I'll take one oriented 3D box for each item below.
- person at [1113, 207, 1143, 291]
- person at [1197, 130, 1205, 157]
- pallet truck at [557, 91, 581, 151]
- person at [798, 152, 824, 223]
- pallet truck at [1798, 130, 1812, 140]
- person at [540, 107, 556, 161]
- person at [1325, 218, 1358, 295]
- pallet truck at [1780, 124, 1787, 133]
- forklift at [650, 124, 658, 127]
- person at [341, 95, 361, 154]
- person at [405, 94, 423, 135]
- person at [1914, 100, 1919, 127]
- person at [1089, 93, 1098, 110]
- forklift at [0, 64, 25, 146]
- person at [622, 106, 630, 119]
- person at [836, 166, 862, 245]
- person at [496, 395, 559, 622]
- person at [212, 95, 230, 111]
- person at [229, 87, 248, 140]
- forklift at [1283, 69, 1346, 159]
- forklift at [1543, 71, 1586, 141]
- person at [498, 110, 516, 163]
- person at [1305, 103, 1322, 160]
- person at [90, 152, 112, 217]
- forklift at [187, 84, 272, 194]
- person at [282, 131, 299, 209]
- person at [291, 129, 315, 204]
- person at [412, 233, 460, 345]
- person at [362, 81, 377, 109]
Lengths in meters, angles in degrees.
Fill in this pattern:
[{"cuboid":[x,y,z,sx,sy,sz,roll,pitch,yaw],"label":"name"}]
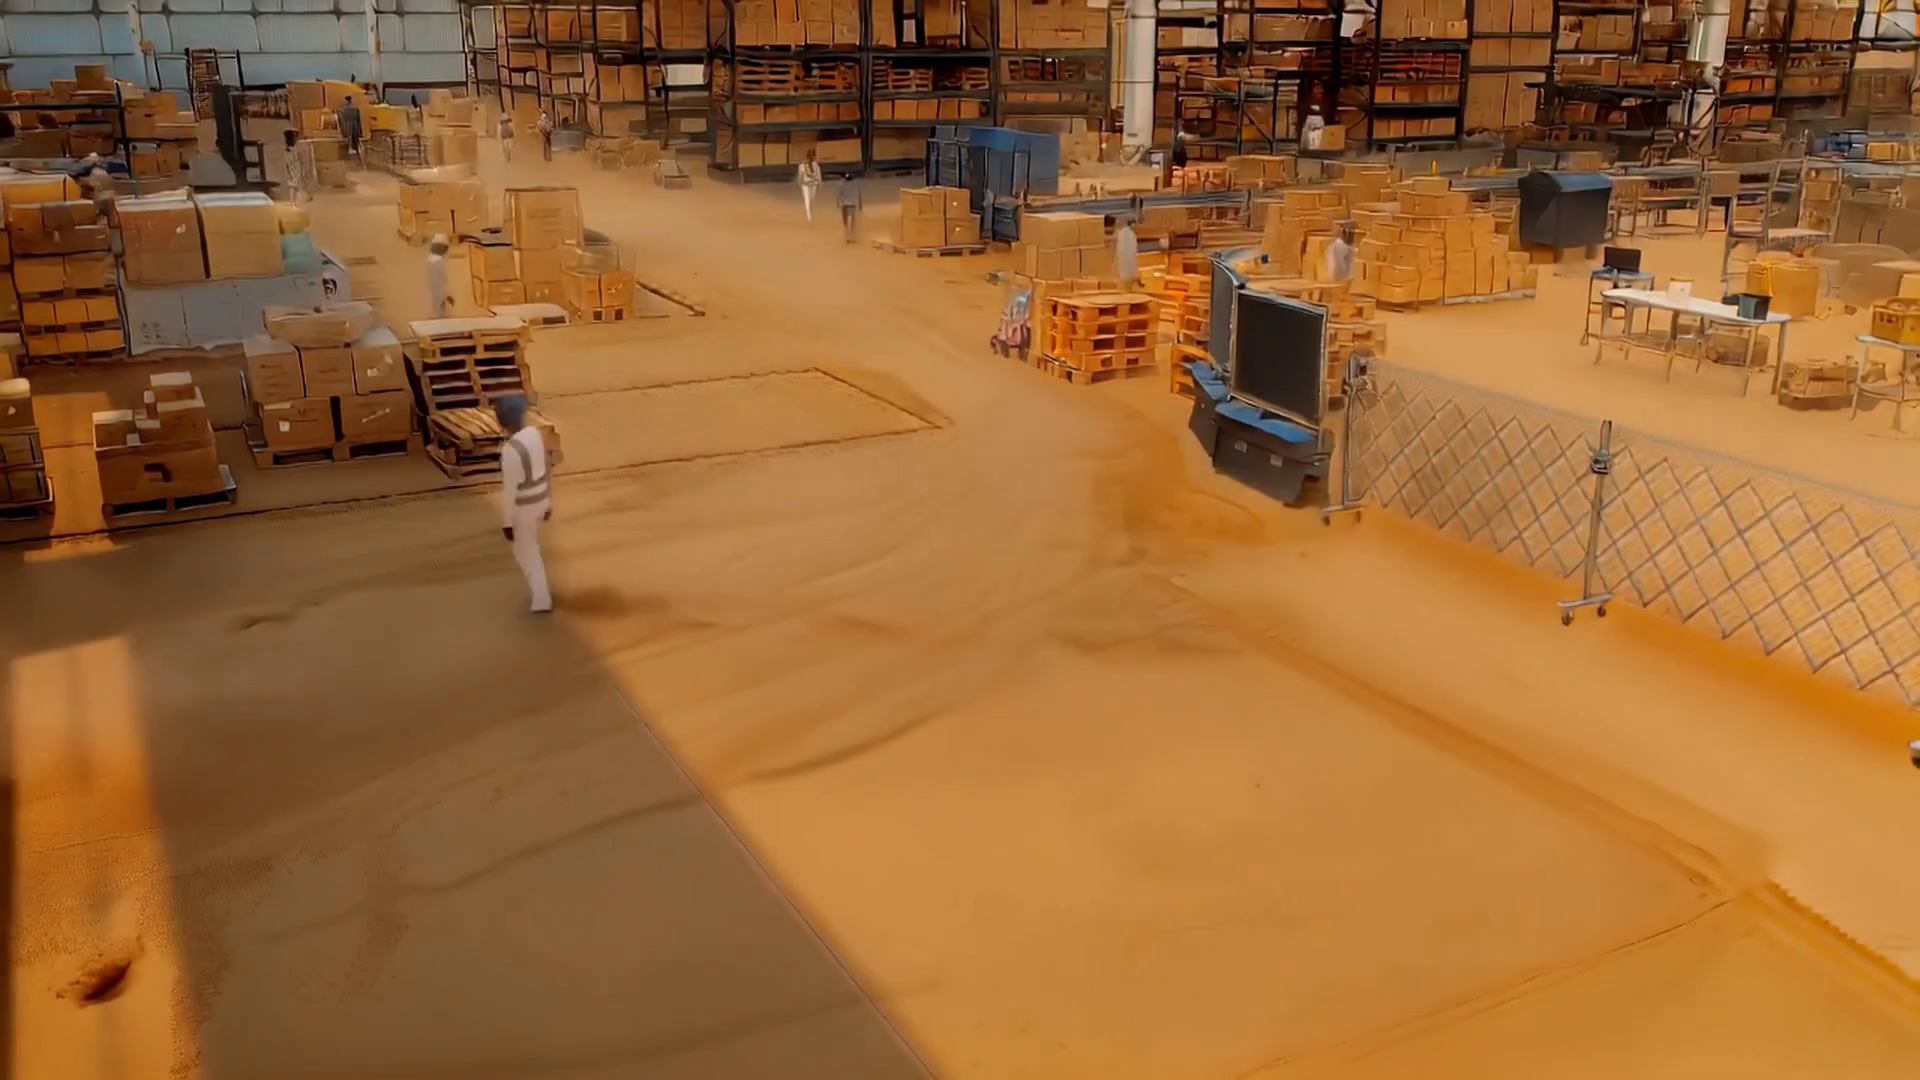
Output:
[{"cuboid":[2.520,-3.969,24.733,1.063,1.935,0.615,-7,19,-20],"label":"person"},{"cuboid":[6.710,-10.638,45.605,0.990,1.883,0.561,-9,20,-27],"label":"person"},{"cuboid":[-13.495,-14.412,57.188,0.823,1.965,1.885,-3,18,-9],"label":"pallet truck"},{"cuboid":[-3.396,-8.035,37.960,0.532,1.594,0.861,-7,19,-22],"label":"person"},{"cuboid":[25.526,-11.556,49.408,1.630,1.274,0.653,-9,20,-26],"label":"pallet truck"},{"cuboid":[-13.256,-13.029,53.358,0.322,1.699,0.535,-14,22,-37],"label":"person"},{"cuboid":[5.580,-3.894,24.726,0.607,1.804,0.730,-12,21,-33],"label":"person"},{"cuboid":[25.206,-12.542,52.601,1.601,1.201,0.680,0,18,-2],"label":"pallet truck"},{"cuboid":[-12.701,-18.422,68.268,1.873,2.768,1.129,15,23,39],"label":"forklift"},{"cuboid":[-20.484,-13.990,55.967,0.637,1.938,0.355,9,20,26],"label":"person"},{"cuboid":[-18.734,-14.363,57.192,0.612,1.892,0.596,-16,24,-40],"label":"person"},{"cuboid":[39.509,-17.897,68.161,0.639,1.954,0.935,-5,19,-16],"label":"person"},{"cuboid":[5.439,-17.989,68.639,0.631,1.815,0.796,-9,20,-27],"label":"person"},{"cuboid":[-34.240,-15.419,58.904,1.129,2.768,1.873,-4,18,-12],"label":"forklift"},{"cuboid":[-12.435,-15.605,61.159,0.619,1.845,0.430,-12,21,-33],"label":"person"},{"cuboid":[-2.310,-6.938,34.508,0.524,1.610,0.644,1,18,3],"label":"person"},{"cuboid":[-3.469,-0.238,13.199,0.452,1.868,0.602,3,18,9],"label":"person"},{"cuboid":[-27.895,-16.191,62.851,0.633,1.923,0.499,-16,23,-40],"label":"person"},{"cuboid":[-26.227,-15.452,60.462,0.615,1.981,0.650,-13,22,-34],"label":"person"},{"cuboid":[11.615,-13.871,54.079,1.129,2.768,1.873,-9,20,-27],"label":"forklift"},{"cuboid":[18.685,-13.231,52.085,1.873,2.768,1.129,-9,20,-26],"label":"forklift"},{"cuboid":[-14.387,-12.813,52.806,0.549,1.606,0.713,-3,18,-8],"label":"person"},{"cuboid":[10.495,-11.982,49.568,0.614,2.026,0.602,-8,19,-22],"label":"person"},{"cuboid":[-17.535,-6.992,34.162,0.397,1.934,0.551,2,18,6],"label":"person"},{"cuboid":[-19.172,-10.427,43.340,1.873,2.768,1.129,-9,20,-26],"label":"forklift"},{"cuboid":[-15.869,-8.704,39.465,0.374,1.958,0.599,-4,18,-13],"label":"person"},{"cuboid":[-16.631,-9.369,41.730,0.913,1.830,0.554,6,19,19],"label":"person"},{"cuboid":[-7.432,-3.505,23.685,0.910,1.703,0.485,-3,18,-10],"label":"person"},{"cuboid":[-23.917,-17.533,67.109,0.989,1.891,0.563,14,23,38],"label":"person"}]
